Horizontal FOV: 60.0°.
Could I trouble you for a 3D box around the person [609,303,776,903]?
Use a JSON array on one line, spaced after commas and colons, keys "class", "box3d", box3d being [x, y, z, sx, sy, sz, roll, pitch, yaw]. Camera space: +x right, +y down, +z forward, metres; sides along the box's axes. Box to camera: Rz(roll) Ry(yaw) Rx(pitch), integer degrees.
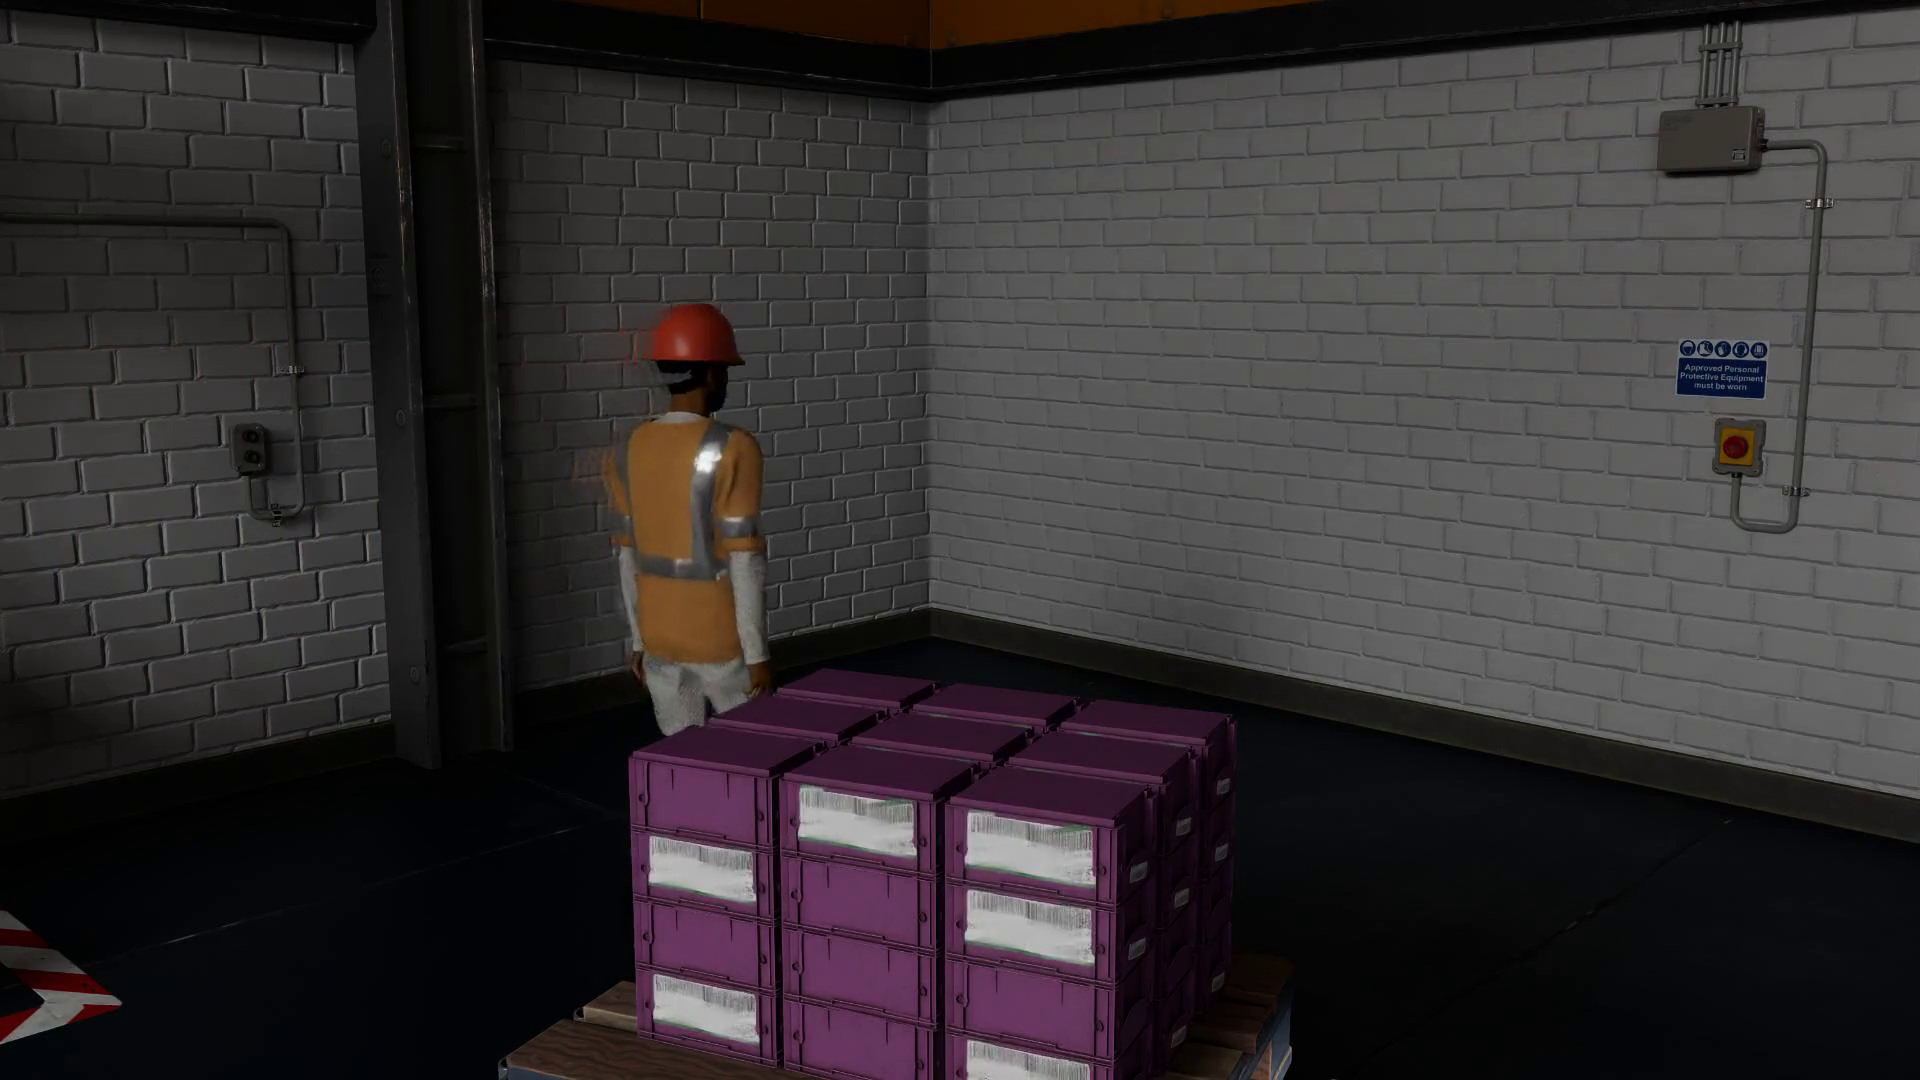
[{"class": "person", "box3d": [-0.792, 0.274, 4.891, 0.570, 1.924, 0.503, 6, 11, 34]}]
